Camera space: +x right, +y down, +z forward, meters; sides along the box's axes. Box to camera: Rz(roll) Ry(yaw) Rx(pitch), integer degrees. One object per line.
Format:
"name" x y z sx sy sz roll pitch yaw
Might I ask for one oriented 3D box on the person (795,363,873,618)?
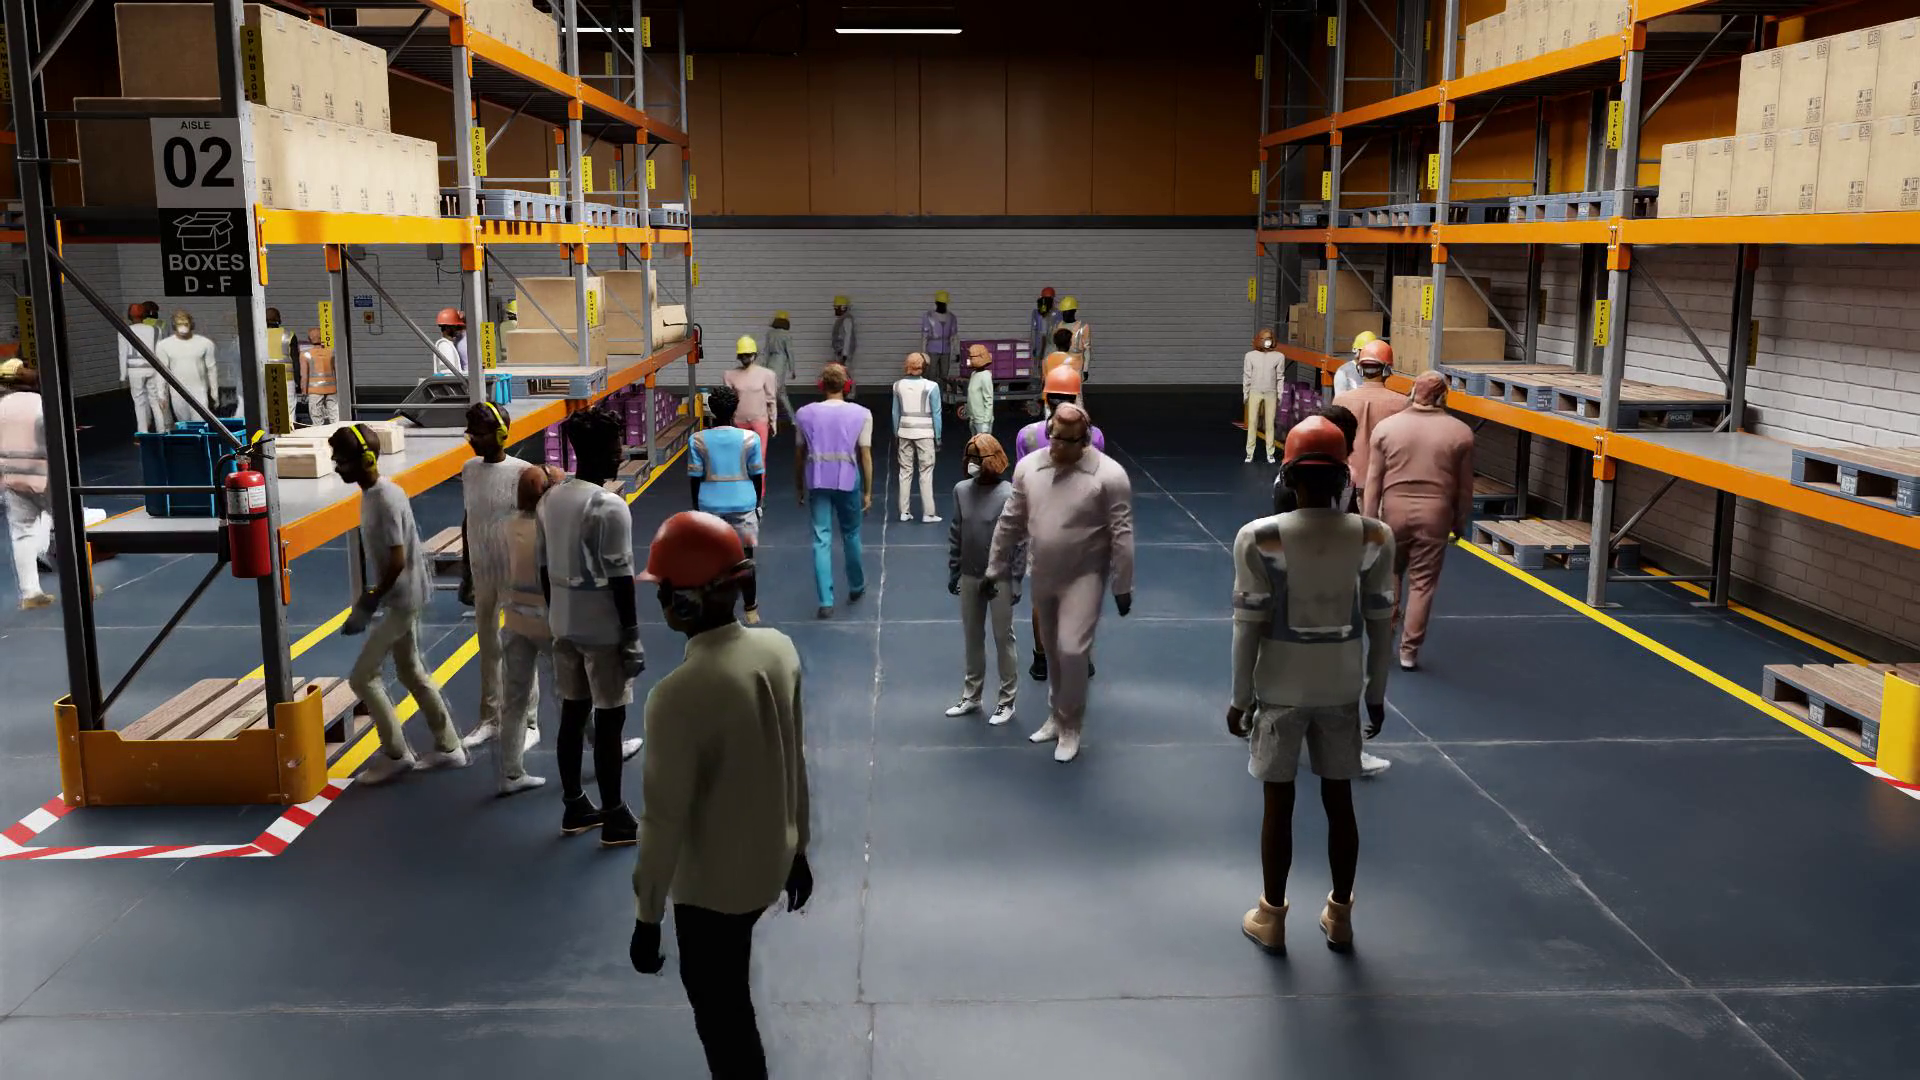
"person" -0.910 -0.384 12.152 0.594 1.797 0.938 1 10 4

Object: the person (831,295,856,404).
"person" -1.928 -3.127 27.390 0.484 1.812 0.618 -3 11 -16

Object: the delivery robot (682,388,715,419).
"delivery robot" -3.692 -1.954 24.112 0.707 0.478 0.477 8 13 38

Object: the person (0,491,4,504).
"person" -9.864 -1.257 16.527 0.569 1.975 0.637 -9 14 -42

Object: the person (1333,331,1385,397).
"person" 3.907 -1.119 16.198 0.580 1.823 0.403 -4 11 -23

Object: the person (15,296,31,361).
"person" -11.040 -1.902 19.943 0.536 2.000 0.676 -10 14 -44

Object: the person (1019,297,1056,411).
"person" 1.433 -2.909 26.208 0.992 1.821 0.524 2 10 11

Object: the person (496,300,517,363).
"person" -6.449 -2.564 24.210 0.602 1.830 0.404 5 11 26

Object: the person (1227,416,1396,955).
"person" 1.306 0.551 6.271 0.615 2.040 0.374 -1 10 -4

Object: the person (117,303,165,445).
"person" -10.822 -2.194 22.019 0.358 1.879 0.583 8 13 38

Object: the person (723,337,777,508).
"person" -2.124 -1.158 16.665 0.545 1.726 0.852 1 10 3

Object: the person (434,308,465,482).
"person" -5.716 -1.625 18.685 0.374 1.939 0.545 -4 11 -19

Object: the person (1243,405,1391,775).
"person" 1.839 0.232 8.579 0.966 1.862 0.589 9 13 41

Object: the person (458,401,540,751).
"person" -2.431 0.197 8.749 0.518 1.865 0.327 4 11 23

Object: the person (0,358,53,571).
"person" -7.527 -0.576 13.348 0.535 1.752 0.372 -2 10 -14

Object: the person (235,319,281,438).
"person" -7.906 -1.603 18.744 1.069 1.875 0.620 -3 11 -17

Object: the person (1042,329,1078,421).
"person" 1.210 -1.604 19.253 0.550 1.675 0.563 10 14 44

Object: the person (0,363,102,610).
"person" -6.756 -0.418 12.310 0.631 1.820 0.700 1 10 5

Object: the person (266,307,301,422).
"person" -8.789 -2.065 21.404 0.627 1.845 0.429 -2 10 -11

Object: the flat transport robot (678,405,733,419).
"flat transport robot" -4.014 -1.906 24.896 1.431 0.197 0.652 -8 13 -37

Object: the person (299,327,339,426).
"person" -7.846 -1.794 20.463 0.512 1.639 0.312 -8 13 -39

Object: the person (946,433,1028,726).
"person" 0.145 0.216 9.277 0.506 1.632 0.268 8 13 37

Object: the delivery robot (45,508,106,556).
"delivery robot" -7.411 -0.105 13.811 0.477 0.478 0.707 0 10 0

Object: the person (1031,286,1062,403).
"person" 1.454 -3.240 27.683 0.546 1.939 0.375 4 11 23

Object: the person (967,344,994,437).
"person" 0.205 -1.199 17.161 0.280 1.632 0.501 -3 11 -17

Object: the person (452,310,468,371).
"person" -5.688 -1.666 18.997 0.406 1.911 0.639 -2 10 -12

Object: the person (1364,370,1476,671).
"person" 2.892 -0.127 10.508 0.658 1.880 0.567 3 11 17

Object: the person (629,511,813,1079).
"person" -0.668 0.899 4.479 0.496 1.979 0.629 4 11 23

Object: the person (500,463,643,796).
"person" -1.971 0.419 8.206 0.541 1.599 0.807 8 13 37

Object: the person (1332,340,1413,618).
"person" 2.926 -0.420 11.814 0.611 1.995 0.377 6 12 30

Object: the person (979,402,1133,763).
"person" 0.508 0.203 8.702 0.789 1.864 0.632 8 13 37

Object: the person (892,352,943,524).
"person" -0.407 -0.971 15.876 0.522 1.638 0.310 5 11 26

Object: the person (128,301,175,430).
"person" -11.525 -2.484 23.756 0.624 1.838 0.430 0 10 2

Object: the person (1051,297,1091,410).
"person" 1.521 -2.406 23.073 0.595 1.923 0.372 7 12 33

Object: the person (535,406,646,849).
"person" -1.627 0.388 7.401 0.607 1.962 0.373 9 14 42

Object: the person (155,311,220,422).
"person" -8.889 -1.682 19.147 0.645 1.884 1.049 -4 11 -19

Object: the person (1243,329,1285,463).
"person" 3.688 -1.749 20.223 0.500 1.634 0.281 2 10 9

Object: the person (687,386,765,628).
"person" -1.614 -0.218 11.523 0.532 1.696 0.319 -2 10 -9

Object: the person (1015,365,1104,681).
"person" 0.612 -0.101 10.196 0.552 1.934 0.373 1 10 4

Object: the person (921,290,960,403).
"person" -0.305 -3.000 26.394 0.606 1.920 0.423 -5 11 -26

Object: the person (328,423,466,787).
"person" -2.756 0.324 8.166 0.643 1.817 0.526 -5 11 -27

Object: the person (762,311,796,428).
"person" -2.626 -2.470 24.116 0.495 1.673 0.898 10 14 43
